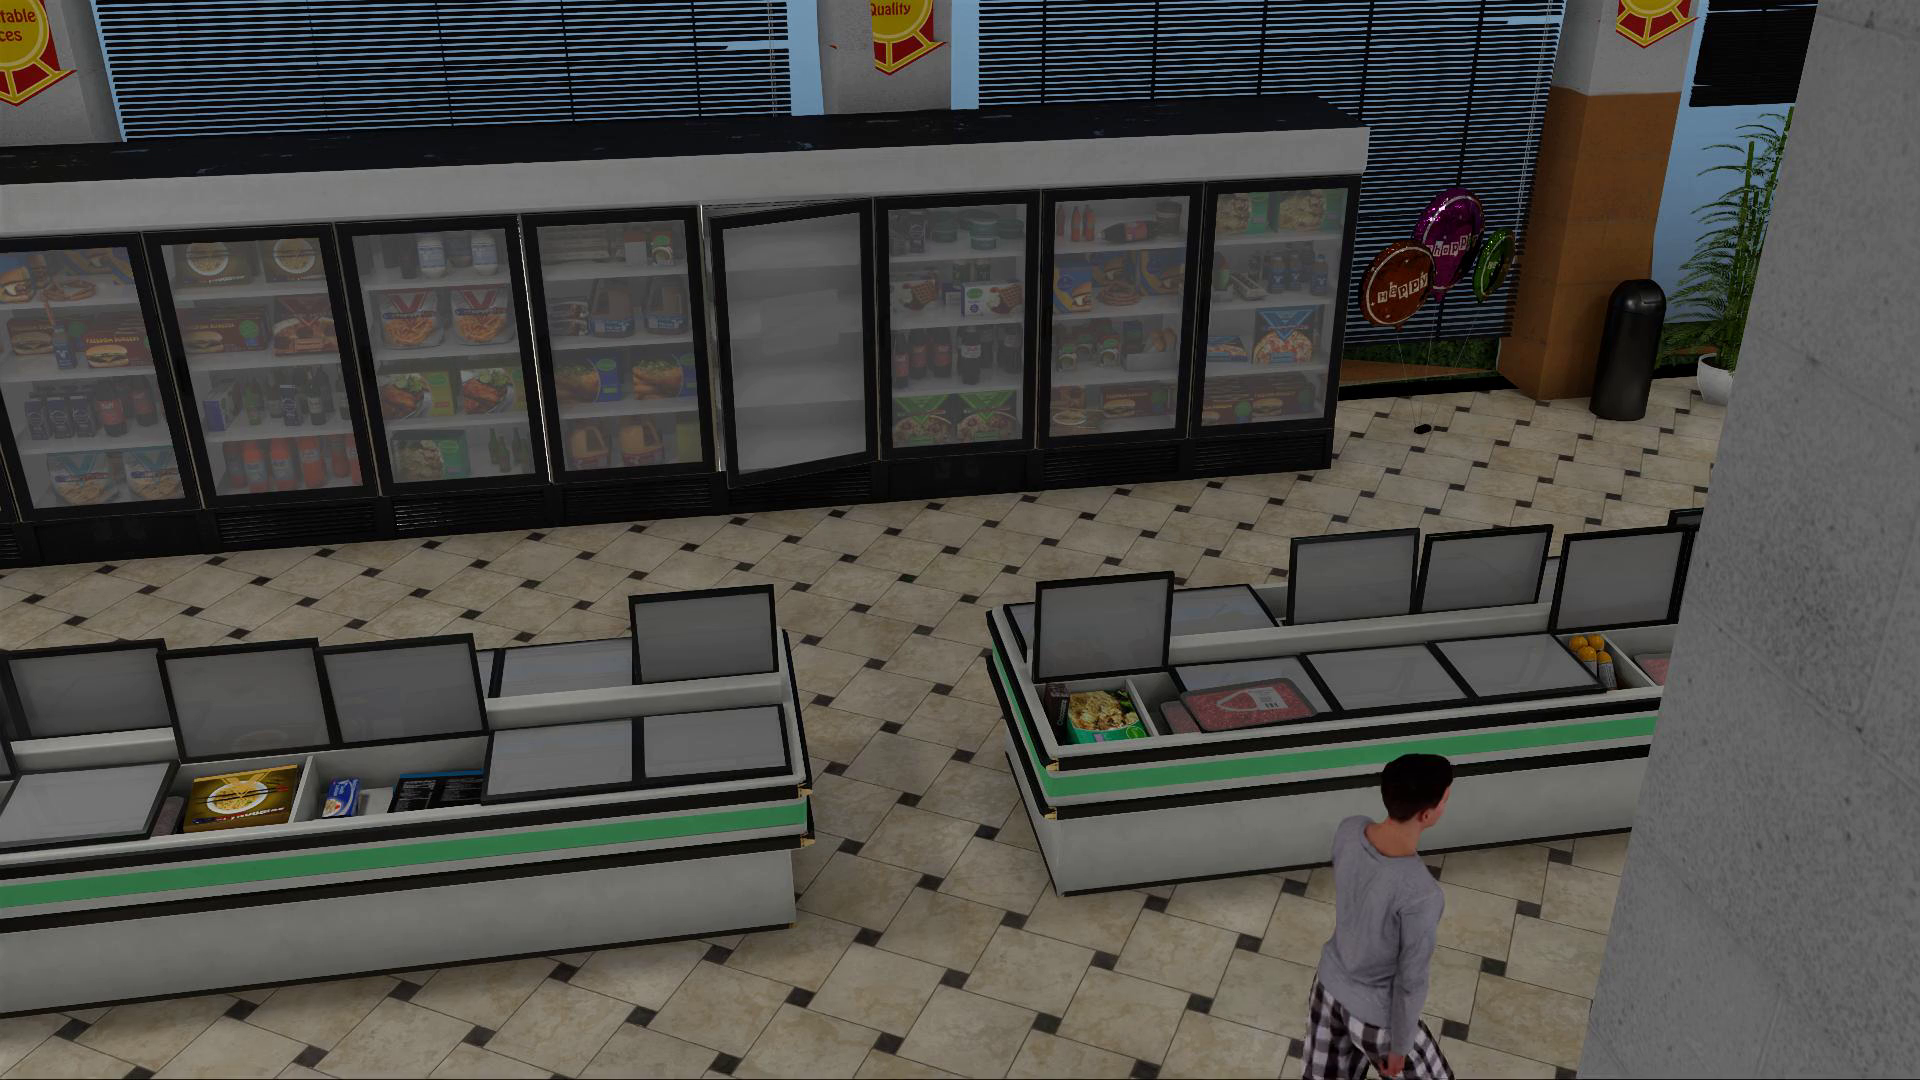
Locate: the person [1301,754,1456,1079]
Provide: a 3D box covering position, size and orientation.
[{"bbox_3d":[1.233,1.490,5.302,1.003,1.827,0.806,-14,30,-26],"label":"person"}]
